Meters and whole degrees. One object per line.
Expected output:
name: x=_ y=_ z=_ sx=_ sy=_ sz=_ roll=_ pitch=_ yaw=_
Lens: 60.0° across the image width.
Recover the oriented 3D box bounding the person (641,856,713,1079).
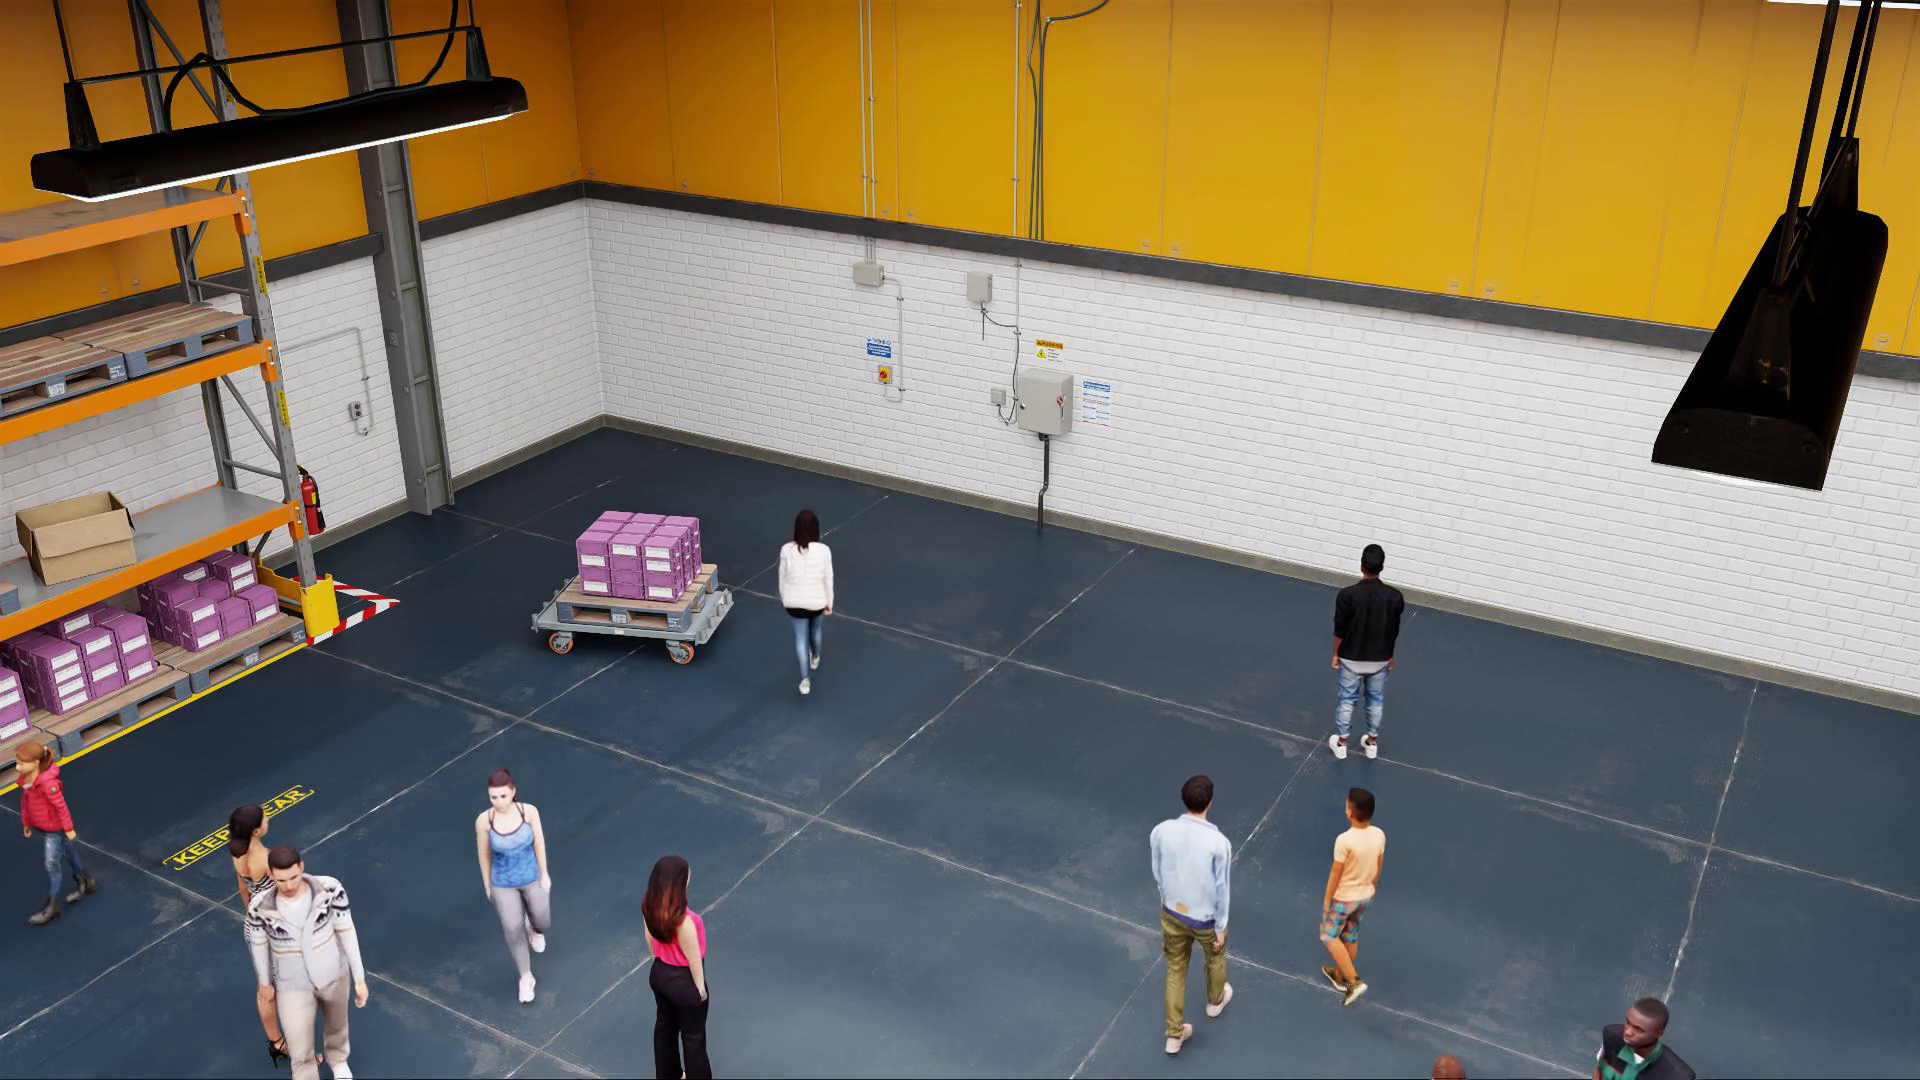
person: x=-1.614 y=2.541 z=9.587 sx=0.618 sy=1.666 sz=0.565 roll=19 pitch=30 yaw=36

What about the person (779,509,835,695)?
person: x=-1.326 y=0.549 z=14.221 sx=1.010 sy=1.604 sz=1.135 roll=-3 pitch=24 yaw=-7

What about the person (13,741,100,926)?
person: x=-6.187 y=1.936 z=11.430 sx=0.546 sy=1.298 sz=0.755 roll=14 pitch=27 yaw=29

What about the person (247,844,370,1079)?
person: x=-3.727 y=2.462 z=9.573 sx=1.177 sy=1.822 sz=1.135 roll=-12 pitch=26 yaw=-25

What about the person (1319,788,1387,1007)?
person: x=2.503 y=2.273 z=10.471 sx=0.805 sy=1.450 sz=0.838 roll=-13 pitch=27 yaw=-27

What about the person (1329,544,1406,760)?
person: x=3.214 y=0.895 z=13.176 sx=0.774 sy=1.808 sz=0.749 roll=3 pitch=24 yaw=6

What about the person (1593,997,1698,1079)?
person: x=3.406 y=3.005 z=8.331 sx=0.861 sy=1.822 sz=0.812 roll=-16 pitch=28 yaw=-32

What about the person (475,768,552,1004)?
person: x=-2.813 y=2.142 z=10.586 sx=0.862 sy=1.596 sz=0.917 roll=-7 pitch=24 yaw=-15

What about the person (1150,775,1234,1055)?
person: x=1.356 y=2.297 z=9.997 sx=0.683 sy=1.786 sz=0.937 roll=13 pitch=27 yaw=27

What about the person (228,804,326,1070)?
person: x=-4.070 y=2.352 z=9.826 sx=0.584 sy=1.822 sz=0.512 roll=13 pitch=27 yaw=27
